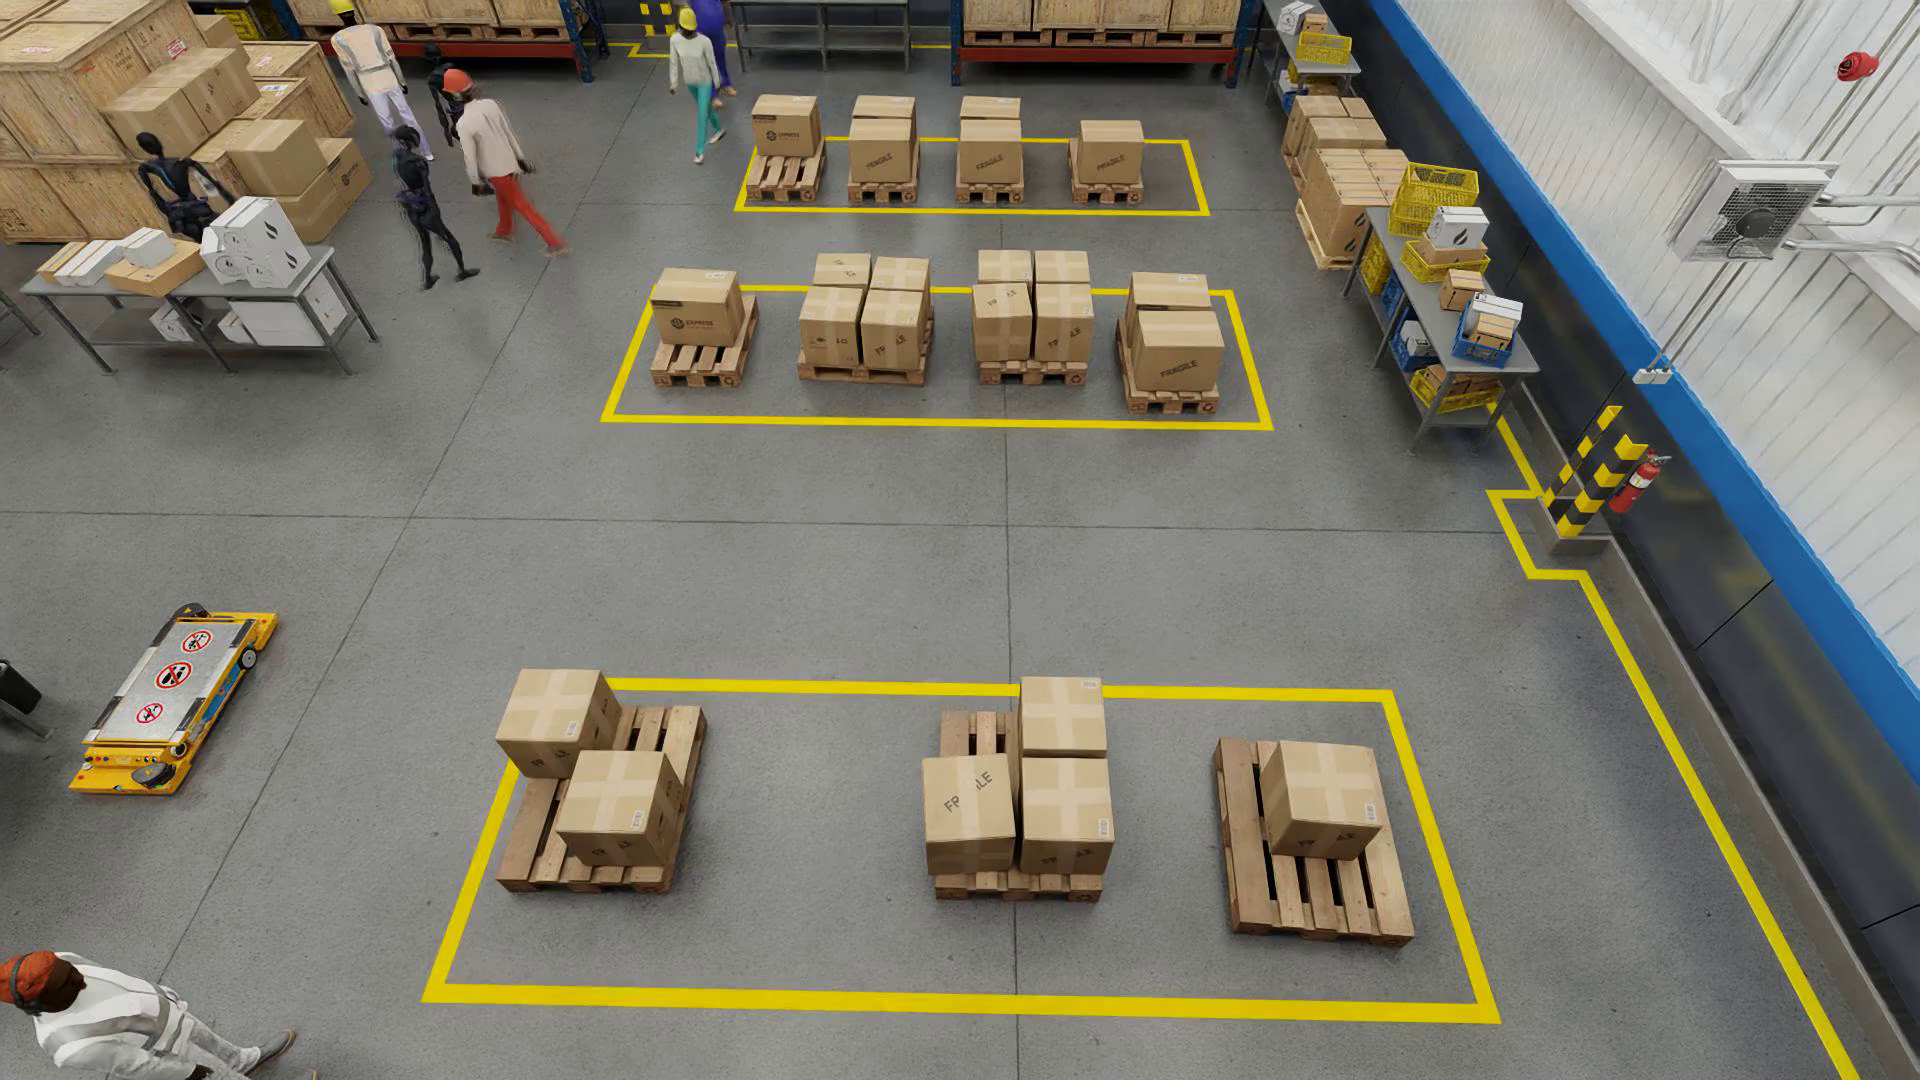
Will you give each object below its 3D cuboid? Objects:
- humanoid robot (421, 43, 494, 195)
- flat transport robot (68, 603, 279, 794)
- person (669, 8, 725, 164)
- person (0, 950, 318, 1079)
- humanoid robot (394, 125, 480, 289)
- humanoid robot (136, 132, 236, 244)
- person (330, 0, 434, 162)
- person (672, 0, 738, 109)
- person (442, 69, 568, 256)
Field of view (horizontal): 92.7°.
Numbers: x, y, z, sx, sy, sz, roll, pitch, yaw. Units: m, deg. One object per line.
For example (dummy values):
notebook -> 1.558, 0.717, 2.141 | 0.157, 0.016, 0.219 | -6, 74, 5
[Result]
humanoid robot -> -5.722, -4.827, 10.524 | 0.308, 1.652, 0.590 | 9, 50, 8
flat transport robot -> -5.504, 1.072, 6.442 | 0.652, 0.197, 1.431 | 1, 50, 1
person -> -3.193, -5.532, 11.100 | 0.554, 1.699, 0.920 | 11, 51, 9
person -> -3.777, 2.334, 4.334 | 0.361, 1.884, 0.573 | -37, 59, -27
humanoid robot -> -5.495, -3.336, 9.303 | 0.584, 1.615, 0.612 | 30, 56, 23
humanoid robot -> -7.603, -3.258, 9.202 | 0.739, 1.641, 0.364 | -13, 51, -11
person -> -6.892, -5.414, 10.871 | 0.582, 1.918, 0.405 | -34, 57, -25
person -> -3.287, -6.716, 11.891 | 0.541, 2.000, 0.725 | 31, 56, 24
person -> -4.835, -3.900, 9.586 | 1.061, 1.933, 0.635 | 9, 50, 8
